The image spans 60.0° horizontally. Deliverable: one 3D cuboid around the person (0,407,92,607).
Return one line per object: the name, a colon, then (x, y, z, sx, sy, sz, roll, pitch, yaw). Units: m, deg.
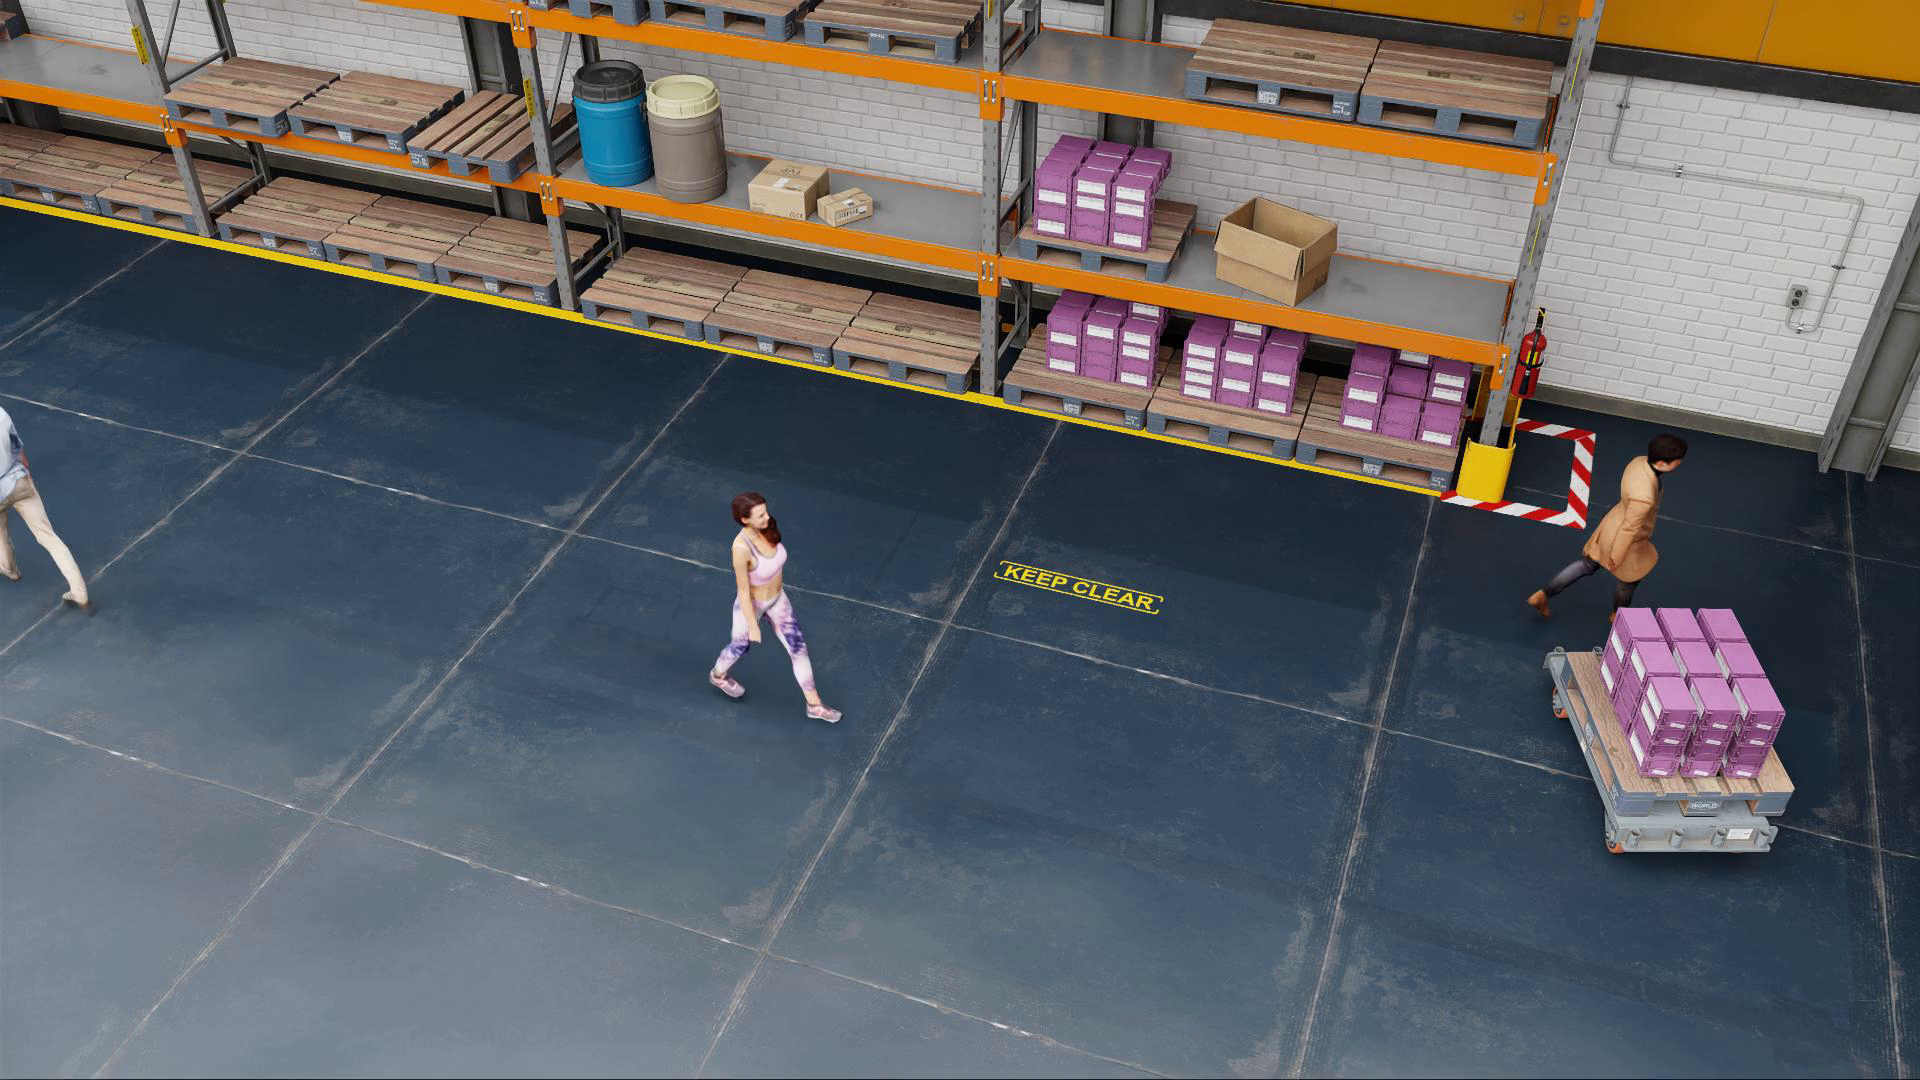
person: (-6.417, -0.283, 11.294, 1.294, 1.800, 0.840, 21, 43, 24)

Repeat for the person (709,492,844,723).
person: (-1.330, 0.424, 10.475, 1.233, 1.717, 0.695, 17, 42, 20)

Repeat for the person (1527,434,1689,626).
person: (4.325, -0.044, 11.079, 1.129, 1.695, 0.803, 5, 39, 7)
